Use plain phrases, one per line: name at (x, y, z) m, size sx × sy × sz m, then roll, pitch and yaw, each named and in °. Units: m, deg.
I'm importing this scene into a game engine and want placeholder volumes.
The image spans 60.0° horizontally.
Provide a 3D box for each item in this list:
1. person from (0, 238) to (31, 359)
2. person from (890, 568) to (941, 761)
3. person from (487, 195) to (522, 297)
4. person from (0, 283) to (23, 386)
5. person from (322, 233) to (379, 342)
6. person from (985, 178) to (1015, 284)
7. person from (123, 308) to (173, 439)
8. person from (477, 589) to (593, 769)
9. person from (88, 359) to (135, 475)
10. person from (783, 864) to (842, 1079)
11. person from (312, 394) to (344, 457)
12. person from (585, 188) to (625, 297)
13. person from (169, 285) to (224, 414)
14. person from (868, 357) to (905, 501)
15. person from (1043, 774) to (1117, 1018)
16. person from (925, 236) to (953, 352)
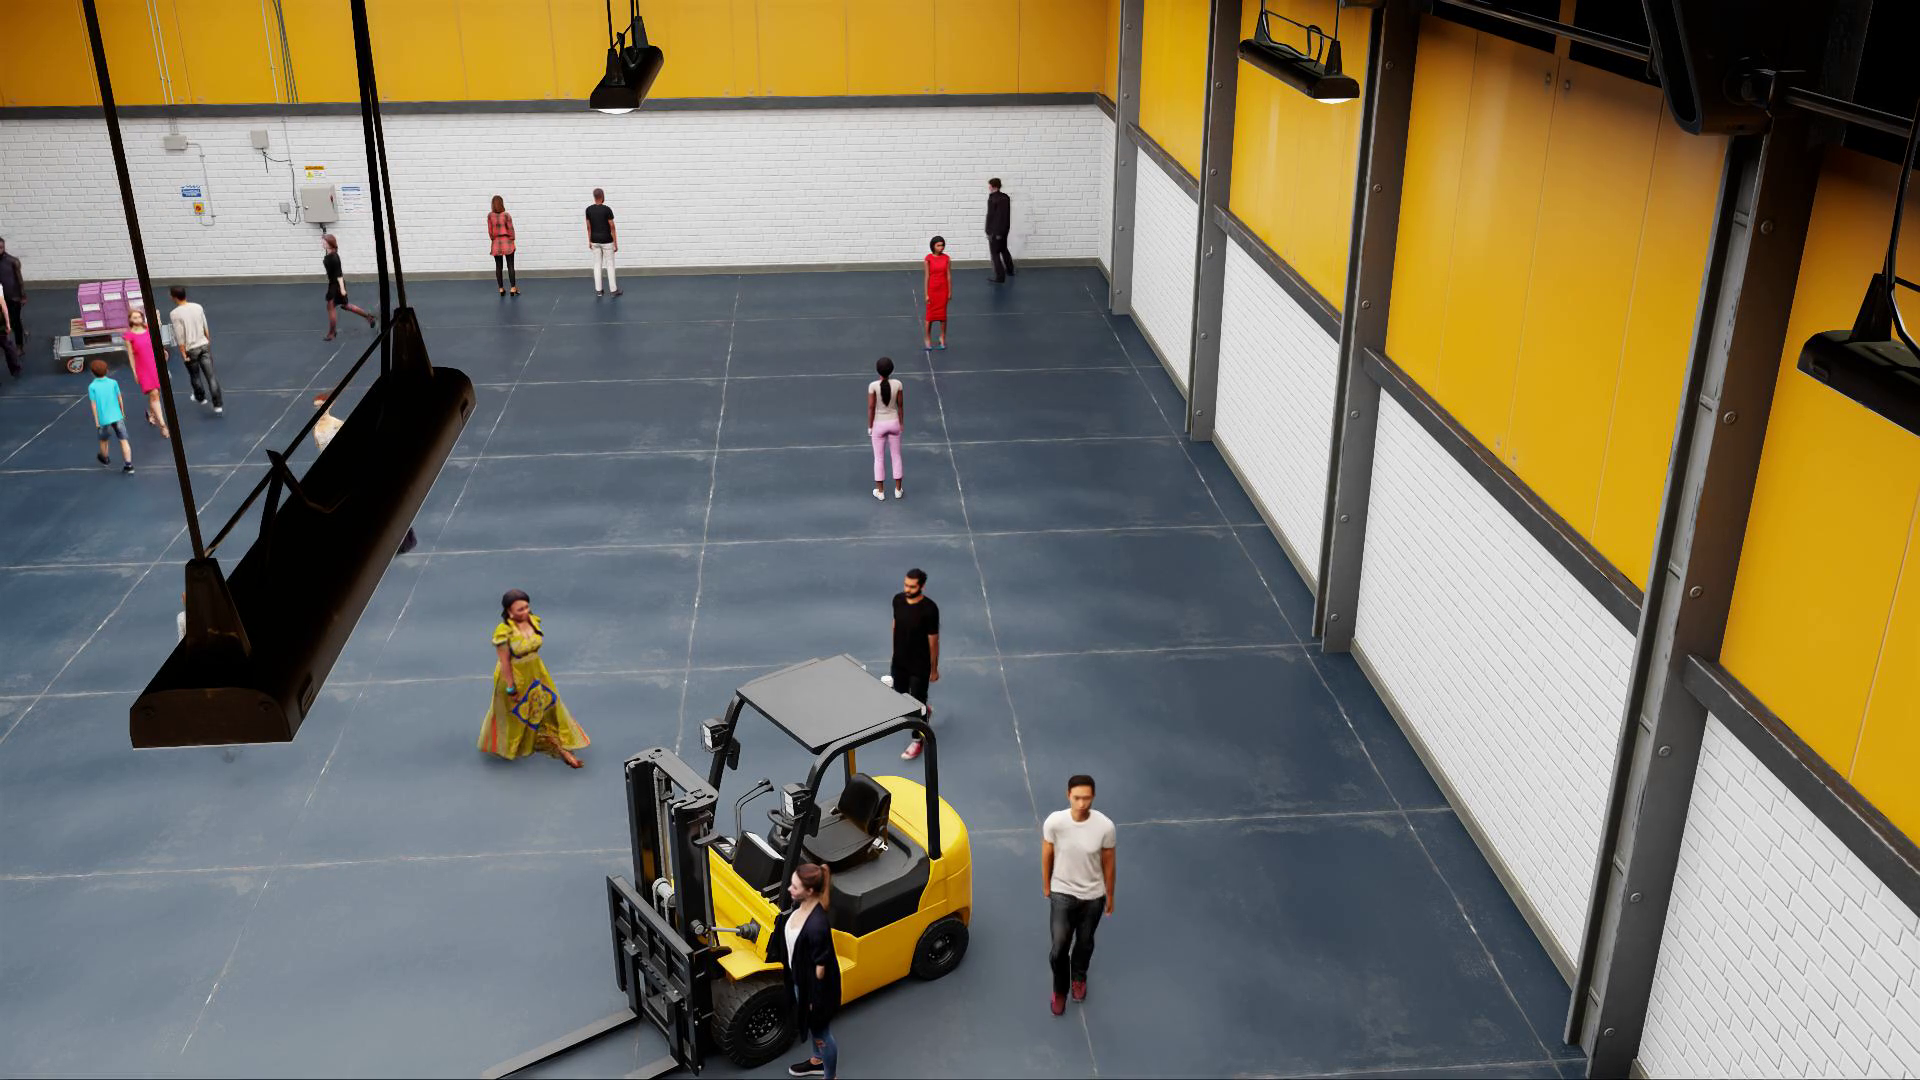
person at (-14.120, -3.636, 24.804) m, size 0.746 × 1.811 × 0.814 m, roll 1°, pitch 24°, yaw 2°
person at (-0.352, 1.009, 14.257) m, size 0.863 × 1.747 × 0.930 m, roll 16°, pitch 28°, yaw 33°
person at (-7.689, -4.958, 27.964) m, size 0.663 × 1.703 × 0.632 m, roll 4°, pitch 24°, yaw 9°
person at (-13.662, -3.025, 23.413) m, size 0.788 × 1.806 × 1.224 m, roll -5°, pitch 24°, yaw -12°
person at (-9.463, -3.876, 25.538) m, size 0.945 × 1.662 × 1.081 m, roll -12°, pitch 26°, yaw -26°
person at (0.710, -5.339, 28.696) m, size 0.884 × 1.815 × 0.979 m, roll -20°, pitch 31°, yaw -38°
person at (-10.595, -2.209, 21.693) m, size 1.084 × 1.688 × 0.999 m, roll 21°, pitch 31°, yaw 39°
person at (-3.764, 1.182, 14.040) m, size 1.262 × 1.606 × 1.277 m, roll 13°, pitch 27°, yaw 28°
person at (-10.390, -1.485, 20.378) m, size 0.871 × 1.415 × 0.981 m, roll -21°, pitch 31°, yaw -40°
person at (-0.913, 2.740, 10.378) m, size 0.751 × 1.683 × 0.590 m, roll -9°, pitch 25°, yaw -19°
person at (-7.003, -0.873, 18.737) m, size 0.648 × 1.609 × 1.065 m, roll 2°, pitch 24°, yaw 4°
person at (-6.010, -4.999, 27.932) m, size 0.719 × 1.803 × 0.683 m, roll 4°, pitch 24°, yaw 8°
person at (-10.220, -2.525, 22.337) m, size 1.232 × 1.752 × 1.151 m, roll 21°, pitch 31°, yaw 40°
person at (-0.873, -1.326, 19.606) m, size 0.618 × 1.741 × 0.565 m, roll -6°, pitch 24°, yaw -14°
person at (0.800, 2.313, 11.225) m, size 0.665 × 1.788 × 0.714 m, roll 0°, pitch 24°, yaw 0°
person at (-0.344, -3.734, 25.116) m, size 0.604 × 1.742 × 0.559 m, roll -7°, pitch 24°, yaw -15°
